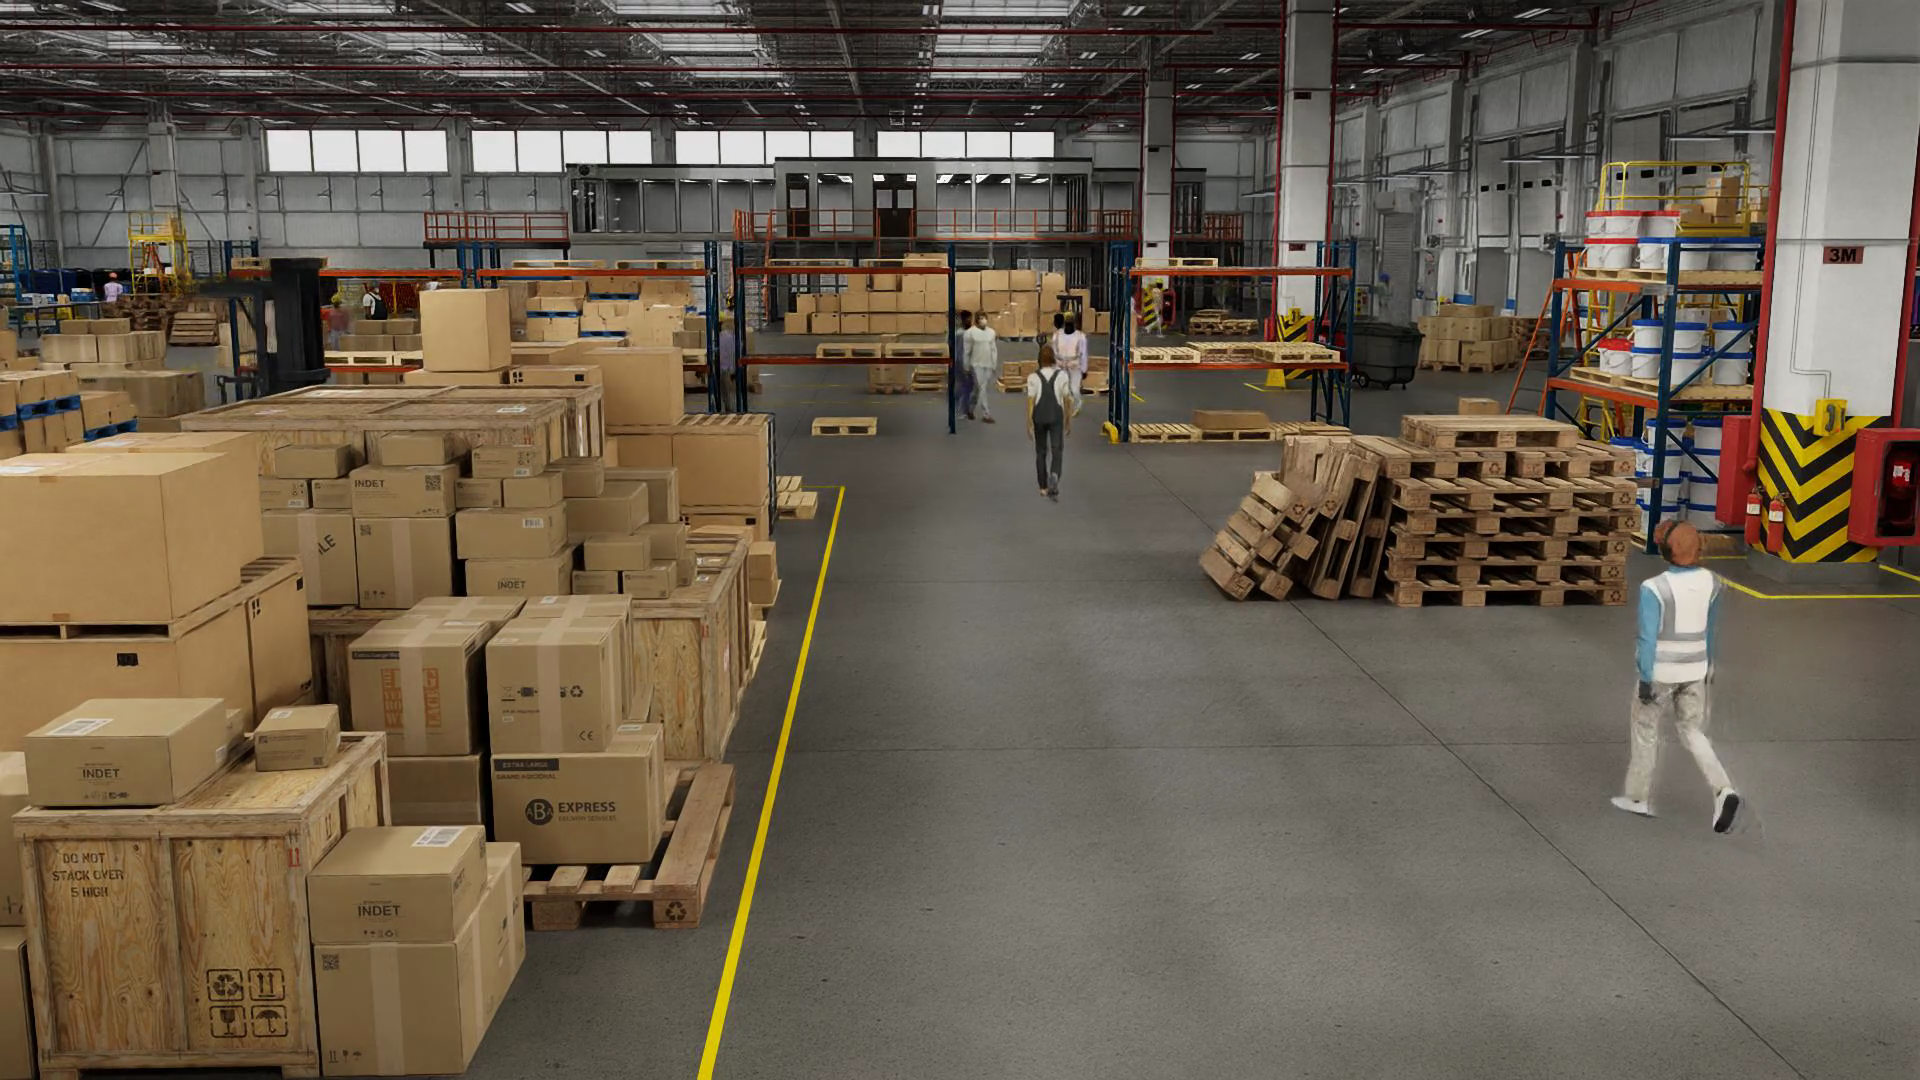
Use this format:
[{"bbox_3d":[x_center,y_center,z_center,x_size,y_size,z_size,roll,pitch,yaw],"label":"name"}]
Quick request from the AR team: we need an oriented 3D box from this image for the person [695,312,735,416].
[{"bbox_3d":[-4.087,-2.845,27.627,0.601,1.870,1.018,8,13,38],"label":"person"}]

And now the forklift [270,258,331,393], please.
[{"bbox_3d":[-8.353,-2.191,21.187,1.873,2.768,1.129,0,10,-2],"label":"forklift"}]

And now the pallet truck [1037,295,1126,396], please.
[{"bbox_3d":[2.483,-3.881,33.060,1.885,1.965,0.823,-7,13,-36],"label":"pallet truck"}]

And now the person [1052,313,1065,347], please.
[{"bbox_3d":[1.883,-3.399,31.207,0.318,1.697,0.540,2,10,12],"label":"person"}]

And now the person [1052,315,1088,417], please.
[{"bbox_3d":[1.880,-2.925,28.297,0.629,1.814,0.807,3,11,14],"label":"person"}]

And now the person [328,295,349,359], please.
[{"bbox_3d":[-15.295,-5.194,41.087,0.529,1.742,0.739,1,10,7],"label":"person"}]

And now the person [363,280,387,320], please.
[{"bbox_3d":[-15.234,-5.771,43.467,0.536,2.000,0.676,2,10,9],"label":"person"}]

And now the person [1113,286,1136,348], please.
[{"bbox_3d":[4.293,-5.677,43.302,0.636,1.917,0.723,7,13,36],"label":"person"}]

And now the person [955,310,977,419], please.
[{"bbox_3d":[0.078,-2.988,28.411,0.448,1.878,0.645,2,10,11],"label":"person"}]

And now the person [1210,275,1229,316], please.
[{"bbox_3d":[10.066,-9.459,64.706,0.647,1.796,0.947,10,14,44],"label":"person"}]

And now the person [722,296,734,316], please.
[{"bbox_3d":[-4.998,-4.380,36.257,0.327,1.856,0.499,4,11,21],"label":"person"}]

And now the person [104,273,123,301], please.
[{"bbox_3d":[-28.371,-7.954,55.811,0.615,1.992,1.069,-2,10,-8],"label":"person"}]

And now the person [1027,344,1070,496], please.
[{"bbox_3d":[1.044,-1.397,19.679,0.524,1.833,0.612,0,10,3],"label":"person"}]

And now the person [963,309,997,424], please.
[{"bbox_3d":[0.315,-2.937,28.069,0.633,1.913,0.913,-7,13,-36],"label":"person"}]

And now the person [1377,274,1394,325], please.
[{"bbox_3d":[15.089,-8.474,58.932,0.639,1.883,0.998,-3,11,-15],"label":"person"}]

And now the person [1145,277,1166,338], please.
[{"bbox_3d":[6.225,-7.347,52.596,0.614,1.914,0.600,0,10,0],"label":"person"}]

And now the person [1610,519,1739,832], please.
[{"bbox_3d":[3.724,0.700,8.596,0.521,1.619,0.685,-3,11,-17],"label":"person"}]

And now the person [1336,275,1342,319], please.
[{"bbox_3d":[14.786,-9.617,65.139,0.432,1.967,0.751,-2,10,-11],"label":"person"}]

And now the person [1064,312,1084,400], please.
[{"bbox_3d":[1.955,-3.505,31.769,0.793,1.711,0.497,-3,11,-16],"label":"person"}]

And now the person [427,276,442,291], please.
[{"bbox_3d":[-19.361,-8.875,61.287,0.598,1.862,0.669,0,10,-1],"label":"person"}]
